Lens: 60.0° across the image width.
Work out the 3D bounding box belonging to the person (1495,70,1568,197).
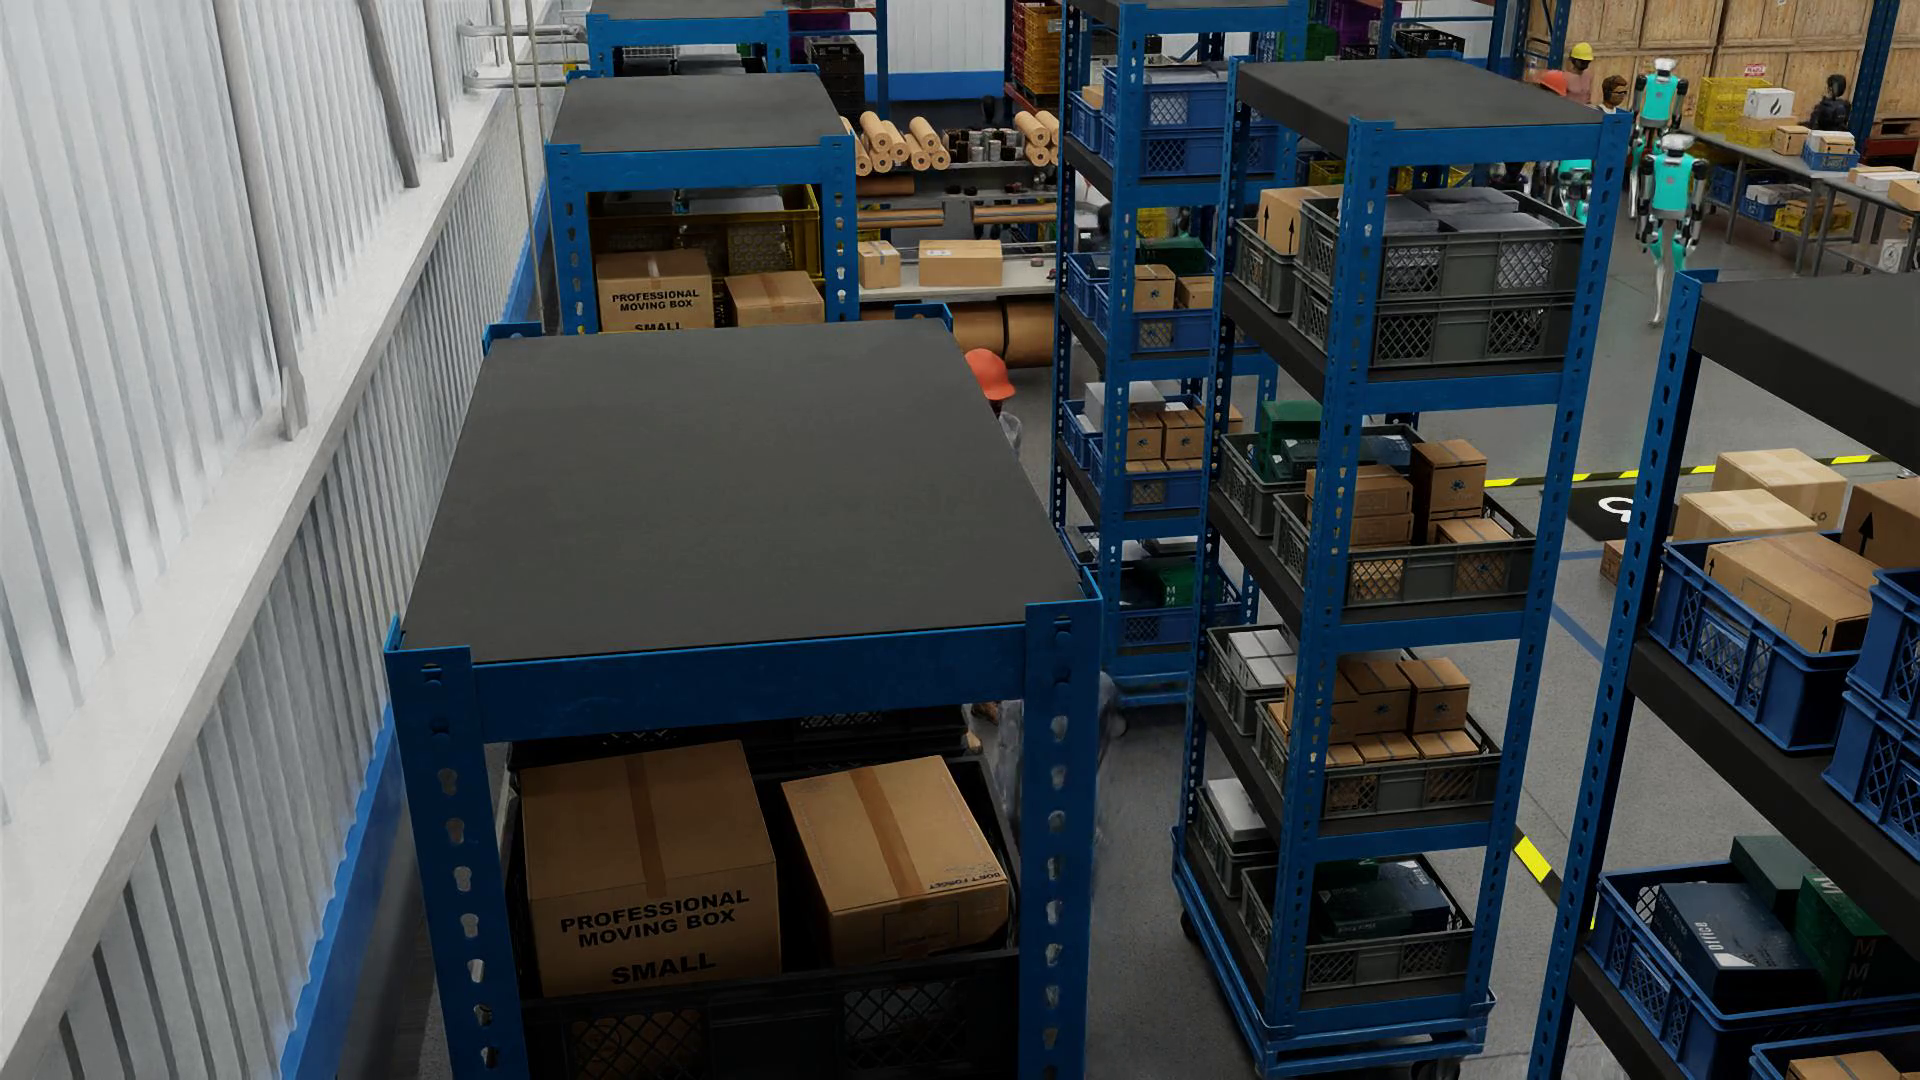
[{"bbox_3d":[5.518,-3.600,16.176,0.632,1.893,0.478,-17,30,-32],"label":"person"}]

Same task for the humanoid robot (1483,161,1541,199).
[{"bbox_3d":[5.160,-3.239,15.662,0.608,1.639,0.515,-3,25,-6],"label":"humanoid robot"}]

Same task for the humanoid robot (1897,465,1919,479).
[{"bbox_3d":[6.431,-1.147,10.873,0.735,1.677,0.533,-11,27,-22],"label":"humanoid robot"}]

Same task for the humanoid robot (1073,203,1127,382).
[{"bbox_3d":[1.103,-1.671,12.249,0.589,1.640,0.376,14,28,28],"label":"humanoid robot"}]

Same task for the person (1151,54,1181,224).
[{"bbox_3d":[2.167,-4.172,17.497,0.637,1.818,0.618,-15,28,-29],"label":"person"}]

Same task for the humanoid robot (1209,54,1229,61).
[{"bbox_3d":[2.606,-4.212,17.810,0.551,1.857,0.791,12,27,24],"label":"humanoid robot"}]

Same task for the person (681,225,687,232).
[{"bbox_3d":[-2.311,-2.912,14.805,0.579,1.783,0.976,-5,25,-11],"label":"person"}]

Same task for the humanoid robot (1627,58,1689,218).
[{"bbox_3d":[7.468,-4.297,17.986,0.552,1.864,0.857,10,27,21],"label":"humanoid robot"}]

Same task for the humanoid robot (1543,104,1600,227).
[{"bbox_3d":[5.595,-2.953,15.052,0.534,1.872,0.677,-1,25,-1],"label":"humanoid robot"}]

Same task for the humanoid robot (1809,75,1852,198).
[{"bbox_3d":[9.084,-4.028,17.416,0.604,1.631,0.771,-10,26,-20],"label":"humanoid robot"}]

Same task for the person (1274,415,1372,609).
[{"bbox_3d":[1.782,0.184,8.004,0.588,1.852,0.374,0,25,0],"label":"person"}]

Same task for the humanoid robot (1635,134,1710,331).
[{"bbox_3d":[6.109,-2.610,14.303,0.543,1.829,0.833,16,29,30],"label":"humanoid robot"}]

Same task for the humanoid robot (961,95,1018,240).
[{"bbox_3d":[0.301,-3.525,16.278,0.608,1.649,0.357,-5,25,-10],"label":"humanoid robot"}]

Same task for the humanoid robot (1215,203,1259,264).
[{"bbox_3d":[2.477,-2.492,14.047,0.610,1.631,0.486,16,29,30],"label":"humanoid robot"}]

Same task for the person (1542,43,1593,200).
[{"bbox_3d":[6.869,-4.686,18.701,0.521,1.762,0.334,-13,28,-26],"label":"person"}]

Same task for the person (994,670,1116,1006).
[{"bbox_3d":[0.320,0.976,6.452,0.499,1.709,0.785,-7,26,-15],"label":"person"}]

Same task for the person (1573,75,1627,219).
[{"bbox_3d":[6.247,-3.621,16.301,0.336,1.838,0.505,21,32,38],"label":"person"}]

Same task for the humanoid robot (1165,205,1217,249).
[{"bbox_3d":[1.814,-2.512,14.011,0.666,1.804,0.546,-7,26,-16],"label":"humanoid robot"}]

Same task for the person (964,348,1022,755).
[{"bbox_3d":[0.096,0.052,8.065,0.367,2.044,0.607,22,33,39],"label":"person"}]

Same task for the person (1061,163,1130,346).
[{"bbox_3d":[1.122,-2.493,13.748,0.589,1.917,0.397,16,29,31],"label":"person"}]
